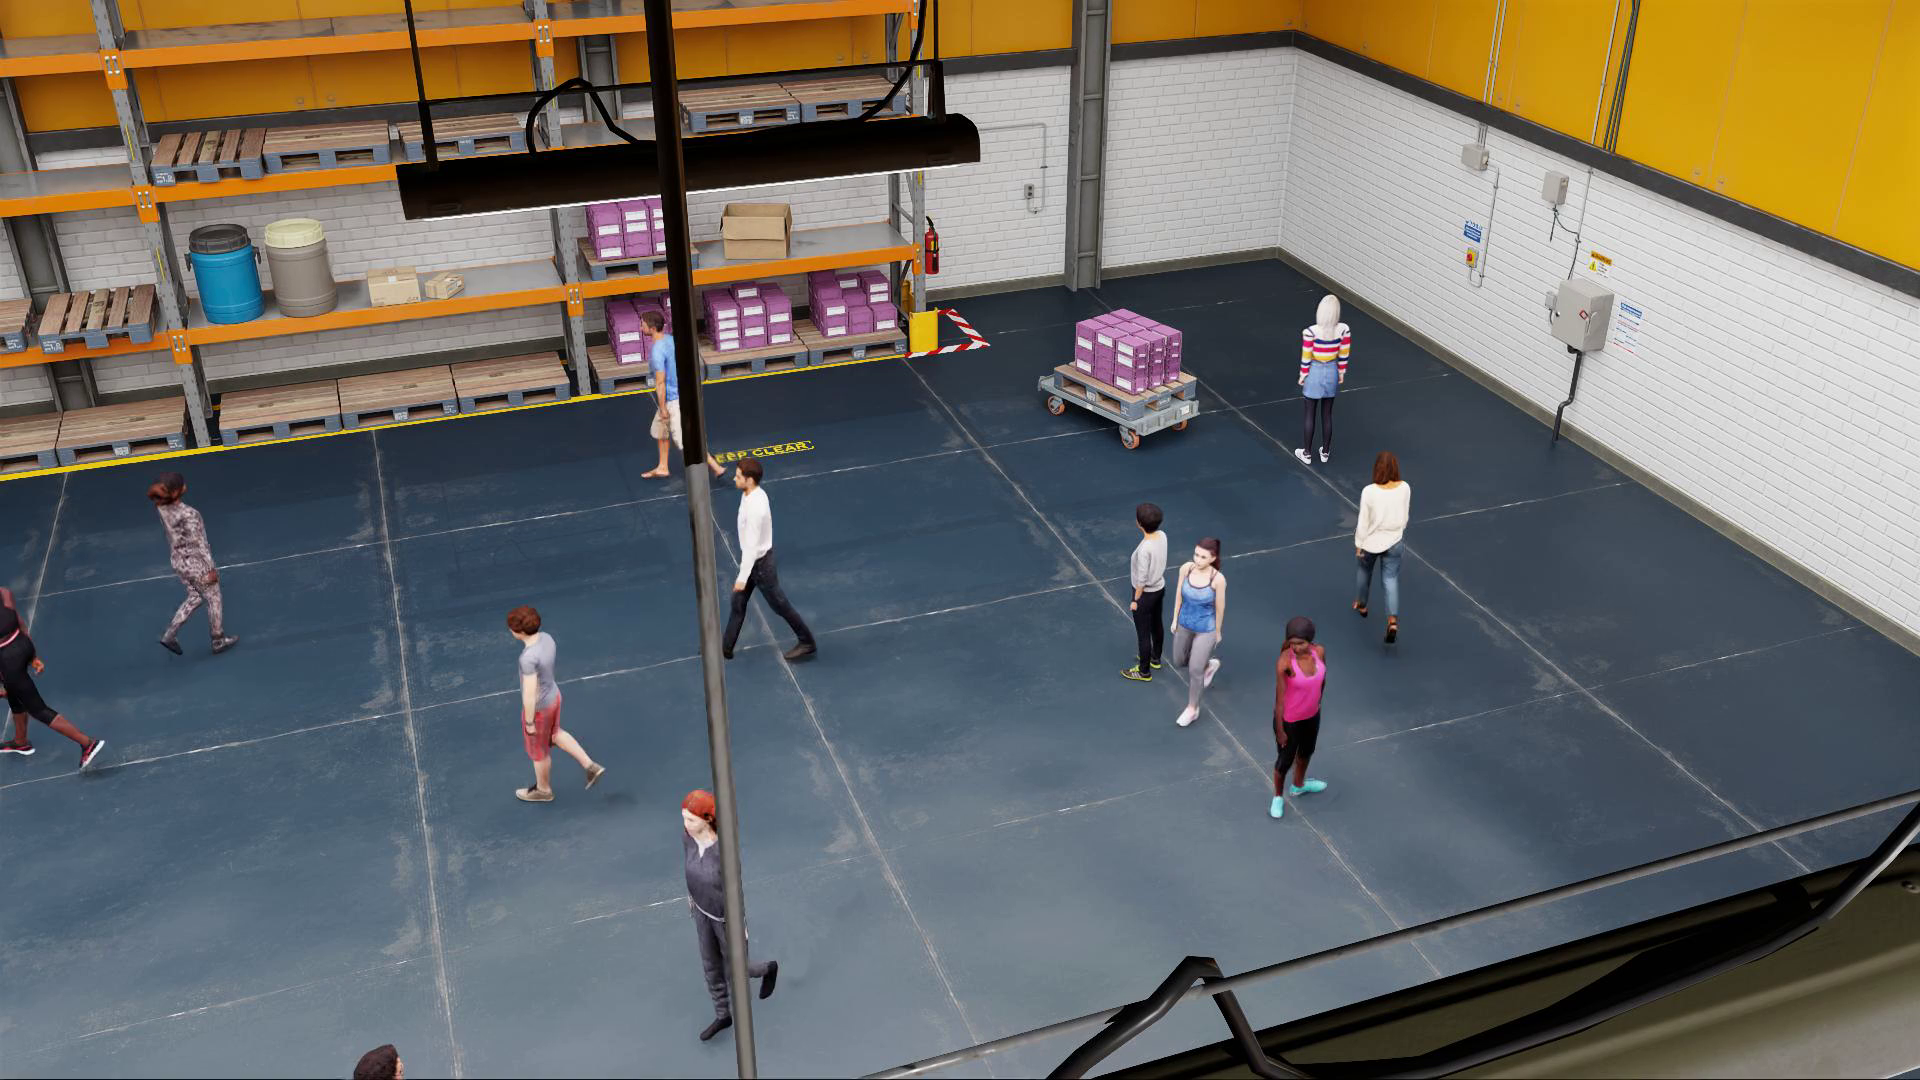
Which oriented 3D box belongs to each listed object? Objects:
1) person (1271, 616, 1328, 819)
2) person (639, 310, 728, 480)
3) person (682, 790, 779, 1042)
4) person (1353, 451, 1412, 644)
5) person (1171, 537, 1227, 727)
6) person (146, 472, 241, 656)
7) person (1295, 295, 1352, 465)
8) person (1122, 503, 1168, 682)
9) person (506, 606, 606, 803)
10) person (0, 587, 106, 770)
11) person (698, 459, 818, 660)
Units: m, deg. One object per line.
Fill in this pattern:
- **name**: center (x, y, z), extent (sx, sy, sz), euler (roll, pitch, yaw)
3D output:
- **person**: center (2.400, 1.212, 11.767), extent (0.559, 1.693, 0.847), euler (-19, 34, -31)
- **person**: center (-2.741, -1.377, 16.390), extent (1.244, 1.812, 0.969), euler (3, 29, 5)
- **person**: center (-1.375, 2.201, 9.882), extent (0.840, 1.762, 0.944), euler (18, 33, 30)
- **person**: center (3.550, 0.075, 13.900), extent (1.066, 1.648, 0.881), euler (-1, 29, -2)
- **person**: center (1.876, 0.657, 12.887), extent (0.799, 1.595, 0.955), euler (23, 36, 36)
- **person**: center (-6.319, 0.242, 13.537), extent (0.851, 1.702, 0.959), euler (18, 33, 29)
- **person**: center (3.674, -1.639, 16.874), extent (0.536, 1.809, 0.756), euler (-4, 29, -7)
- **person**: center (1.524, 0.407, 13.393), extent (0.676, 1.550, 0.589), euler (17, 33, 28)
- **person**: center (-2.912, 1.188, 11.868), extent (1.012, 1.639, 0.871), euler (5, 29, 10)
- **person**: center (-6.868, 0.940, 12.245), extent (1.281, 1.714, 1.000), euler (4, 29, 6)
- **person**: center (-1.533, 0.215, 13.454), extent (1.225, 1.828, 0.769), euler (-6, 29, -11)
